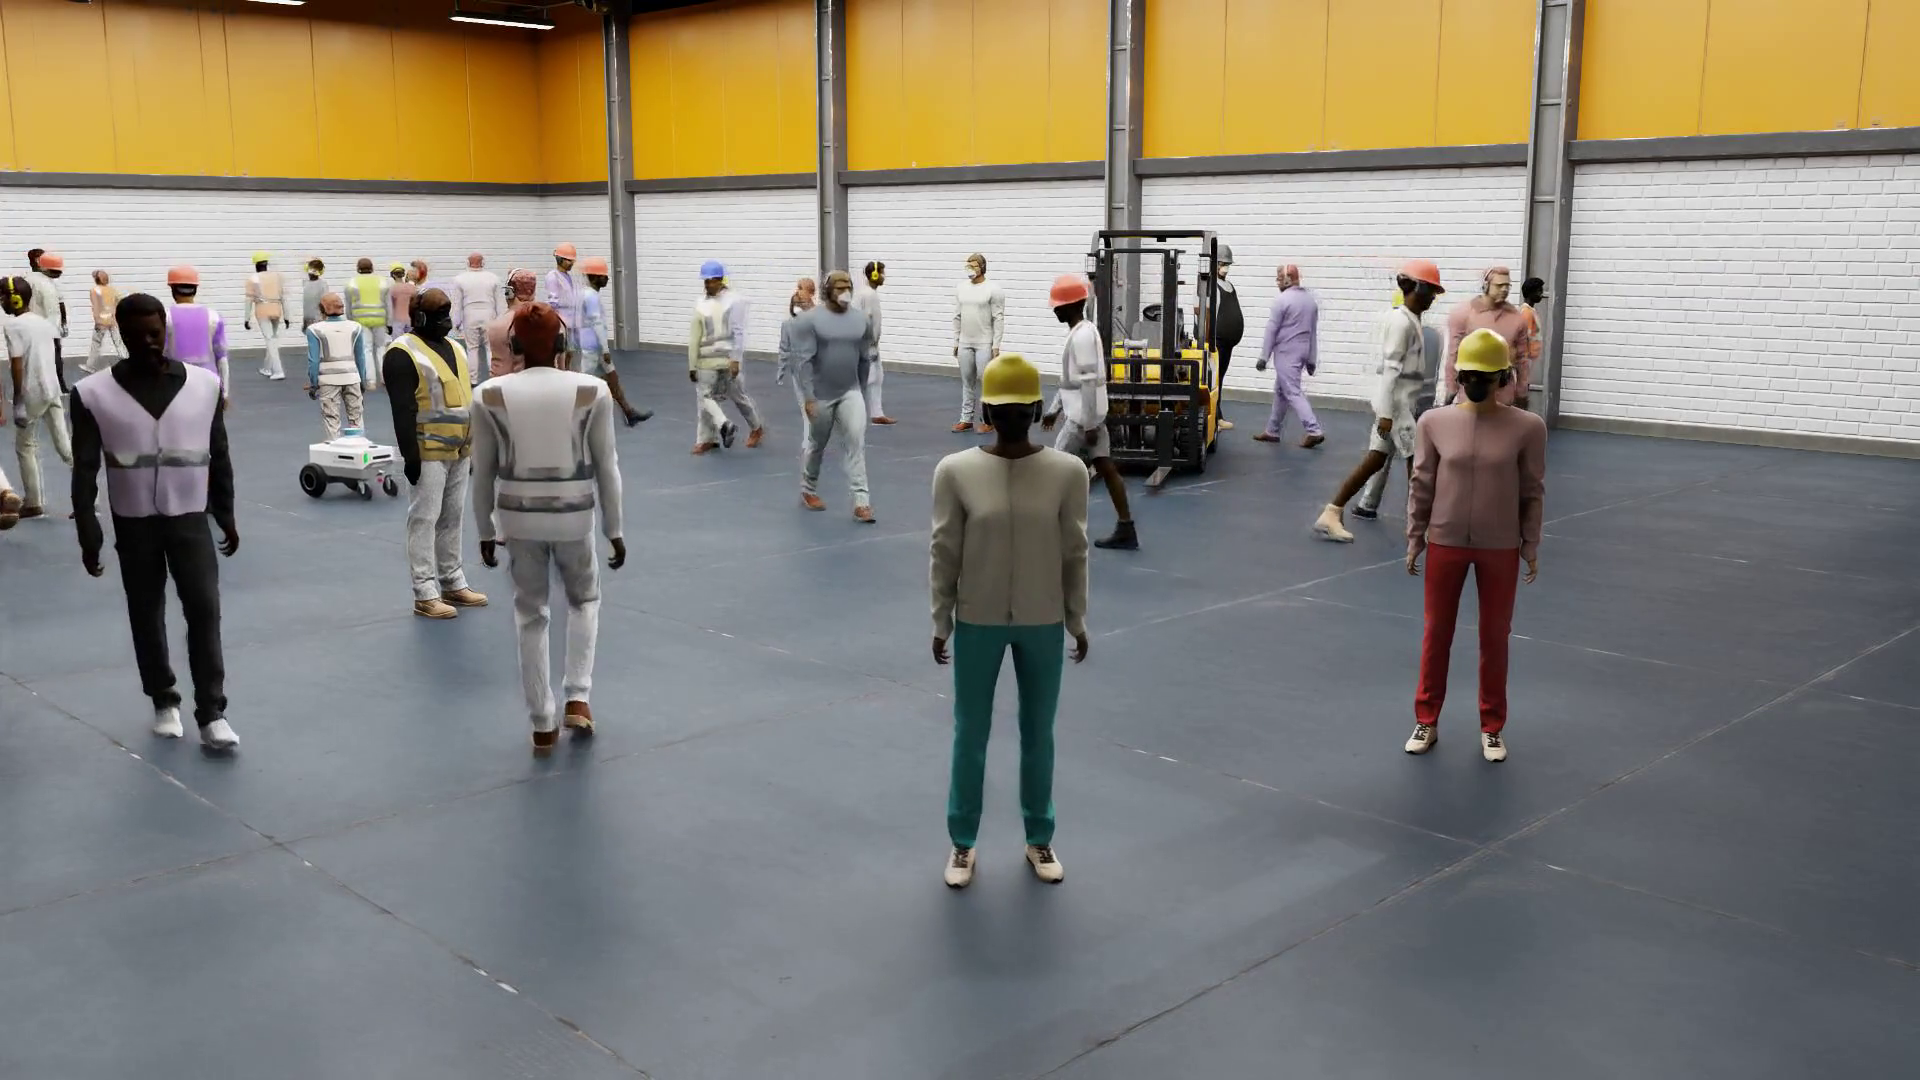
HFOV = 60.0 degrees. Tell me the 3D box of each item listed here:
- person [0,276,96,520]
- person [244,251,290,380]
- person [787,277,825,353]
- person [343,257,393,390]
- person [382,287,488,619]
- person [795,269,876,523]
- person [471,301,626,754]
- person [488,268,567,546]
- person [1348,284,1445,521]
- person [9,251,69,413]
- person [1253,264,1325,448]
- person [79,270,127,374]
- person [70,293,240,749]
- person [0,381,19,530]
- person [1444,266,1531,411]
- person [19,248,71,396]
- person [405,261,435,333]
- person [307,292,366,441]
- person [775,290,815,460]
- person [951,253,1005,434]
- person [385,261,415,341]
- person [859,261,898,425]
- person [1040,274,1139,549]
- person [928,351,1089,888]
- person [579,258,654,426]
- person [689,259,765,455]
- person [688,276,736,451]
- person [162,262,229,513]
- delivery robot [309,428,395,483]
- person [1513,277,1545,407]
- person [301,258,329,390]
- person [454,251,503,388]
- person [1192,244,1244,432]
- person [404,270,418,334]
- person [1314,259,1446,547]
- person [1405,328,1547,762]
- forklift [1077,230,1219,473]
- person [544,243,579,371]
[{"bbox_3d":[-6.830,-1.027,12.355,0.788,1.833,0.587,3,11,16],"label":"person"},{"bbox_3d":[-10.357,-3.335,24.719,0.920,1.888,0.604,8,13,37],"label":"person"},{"bbox_3d":[-1.860,-2.448,20.641,0.527,1.616,0.670,-7,13,-34],"label":"person"},{"bbox_3d":[-8.246,-3.012,23.167,0.631,1.818,0.635,-6,12,-29],"label":"person"},{"bbox_3d":[-2.936,-0.494,9.380,0.429,1.844,0.627,3,11,16],"label":"person"},{"bbox_3d":[-0.964,-1.102,12.614,0.643,1.896,1.015,-5,11,-25],"label":"person"},{"bbox_3d":[-1.707,-0.056,6.925,0.621,1.863,0.520,-2,11,-10],"label":"person"},{"bbox_3d":[-2.997,-0.908,11.463,0.410,1.909,0.643,7,12,32],"label":"person"},{"bbox_3d":[3.278,-0.971,12.151,0.605,1.792,0.939,-6,12,-29],"label":"person"},{"bbox_3d":[-10.954,-2.450,19.778,0.712,1.944,0.677,-9,14,-40],"label":"person"},{"bbox_3d":[3.379,-1.864,16.850,0.961,1.857,0.623,9,14,42],"label":"person"},{"bbox_3d":[-13.077,-3.308,25.374,0.873,1.589,0.540,4,11,19],"label":"person"},{"bbox_3d":[-3.281,-0.056,6.844,0.631,1.884,0.854,-7,12,-33],"label":"person"},{"bbox_3d":[-6.981,-0.963,11.591,0.671,1.962,0.628,7,12,33],"label":"person"},{"bbox_3d":[4.126,-1.183,12.971,0.676,1.893,0.414,-1,10,-7],"label":"person"},{"bbox_3d":[-12.123,-2.870,22.001,0.604,1.964,0.367,-2,11,-10],"label":"person"},{"bbox_3d":[-7.198,-2.857,22.422,1.012,1.792,0.579,-6,12,-29],"label":"person"},{"bbox_3d":[-5.493,-1.366,14.698,0.514,1.636,0.310,-9,14,-40],"label":"person"},{"bbox_3d":[-1.512,-1.564,15.857,0.499,1.603,0.730,5,12,27],"label":"person"},{"bbox_3d":[0.184,-2.108,17.916,0.627,1.940,0.373,7,12,33],"label":"person"},{"bbox_3d":[-8.020,-3.108,23.865,0.328,1.759,0.524,9,14,41],"label":"person"},{"bbox_3d":[-1.090,-2.193,18.650,0.712,1.843,0.514,0,10,2],"label":"person"},{"bbox_3d":[0.761,-0.861,11.310,1.030,1.859,0.537,2,11,12],"label":"person"},{"bbox_3d":[0.164,0.269,5.430,0.533,1.767,0.325,-1,10,-6],"label":"person"},{"bbox_3d":[-3.962,-2.159,18.382,1.035,1.873,0.555,-2,11,-9],"label":"person"},{"bbox_3d":[-2.296,-1.807,16.399,0.603,1.912,0.943,6,12,28],"label":"person"},{"bbox_3d":[-2.360,-1.740,16.296,0.602,1.806,0.656,-9,14,-40],"label":"person"},{"bbox_3d":[-5.906,-1.158,12.773,0.579,1.920,0.425,-8,13,-39],"label":"person"},{"bbox_3d":[-4.978,-0.674,13.618,0.707,0.478,0.477,6,12,29],"label":"delivery robot"},{"bbox_3d":[5.998,-1.928,17.615,0.316,1.690,0.531,4,11,20],"label":"person"},{"bbox_3d":[-8.835,-2.944,22.807,0.650,1.831,0.335,8,13,36],"label":"person"},{"bbox_3d":[-6.746,-3.087,23.345,0.651,1.905,0.405,-4,11,-19],"label":"person"},{"bbox_3d":[2.832,-2.204,18.165,0.536,2.000,0.683,7,12,32],"label":"person"},{"bbox_3d":[-8.029,-3.164,24.510,0.498,1.633,0.278,-2,11,-11],"label":"person"},{"bbox_3d":[2.958,-0.929,11.427,1.037,1.981,0.673,3,11,17],"label":"person"},{"bbox_3d":[2.081,0.027,6.750,0.533,1.765,0.326,4,11,20],"label":"person"},{"bbox_3d":[1.804,-1.825,15.677,1.214,2.155,2.313,2,11,13],"label":"forklift"},{"bbox_3d":[-4.950,-2.702,20.897,0.389,2.034,0.604,2,11,10],"label":"person"}]
